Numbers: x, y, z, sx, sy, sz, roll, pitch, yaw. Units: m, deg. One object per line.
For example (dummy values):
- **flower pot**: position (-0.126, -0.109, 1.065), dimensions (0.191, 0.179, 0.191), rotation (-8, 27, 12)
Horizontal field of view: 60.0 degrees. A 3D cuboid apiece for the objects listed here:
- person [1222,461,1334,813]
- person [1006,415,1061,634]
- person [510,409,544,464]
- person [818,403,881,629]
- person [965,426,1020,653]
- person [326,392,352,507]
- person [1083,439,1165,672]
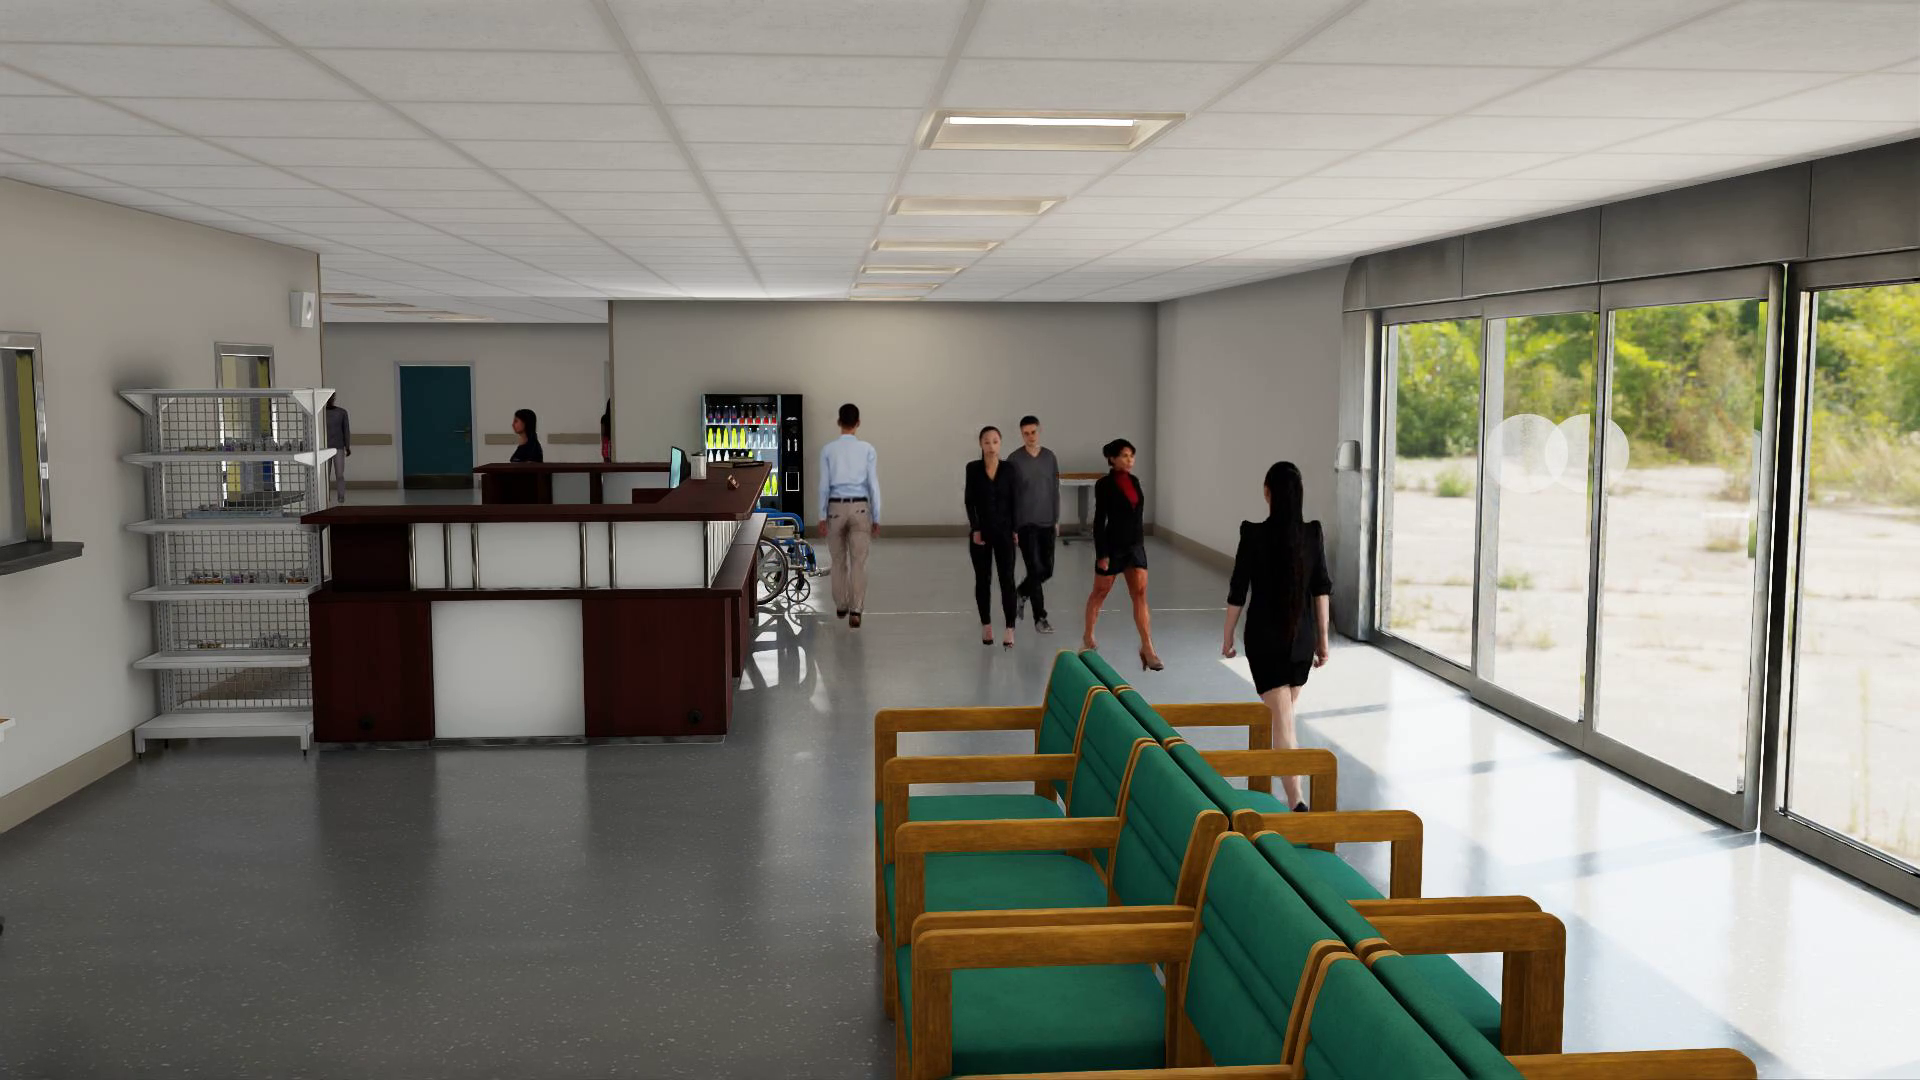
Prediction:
- **person**: position (1.488, 0.511, 7.498), dimensions (0.955, 1.664, 0.790), rotation (-2, 6, -15)
- **person**: position (0.555, -0.120, 13.390), dimensions (0.955, 1.740, 0.865), rotation (-3, 6, -25)
- **person**: position (-3.830, -0.287, 15.193), dimensions (1.207, 1.712, 0.892), rotation (-3, 7, -28)
- **person**: position (-0.897, -0.167, 13.495), dimensions (1.159, 1.814, 0.750), rotation (0, 6, -2)
- **person**: position (0.216, 0.003, 12.522), dimensions (0.905, 1.671, 0.661), rotation (-1, 6, -9)
- **person**: position (-9.702, -1.408, 25.711), dimensions (0.549, 1.838, 0.793), rotation (-2, 6, -16)
- **person**: position (1.060, 0.133, 11.645), dimensions (1.063, 1.587, 0.956), rotation (-4, 7, -31)
